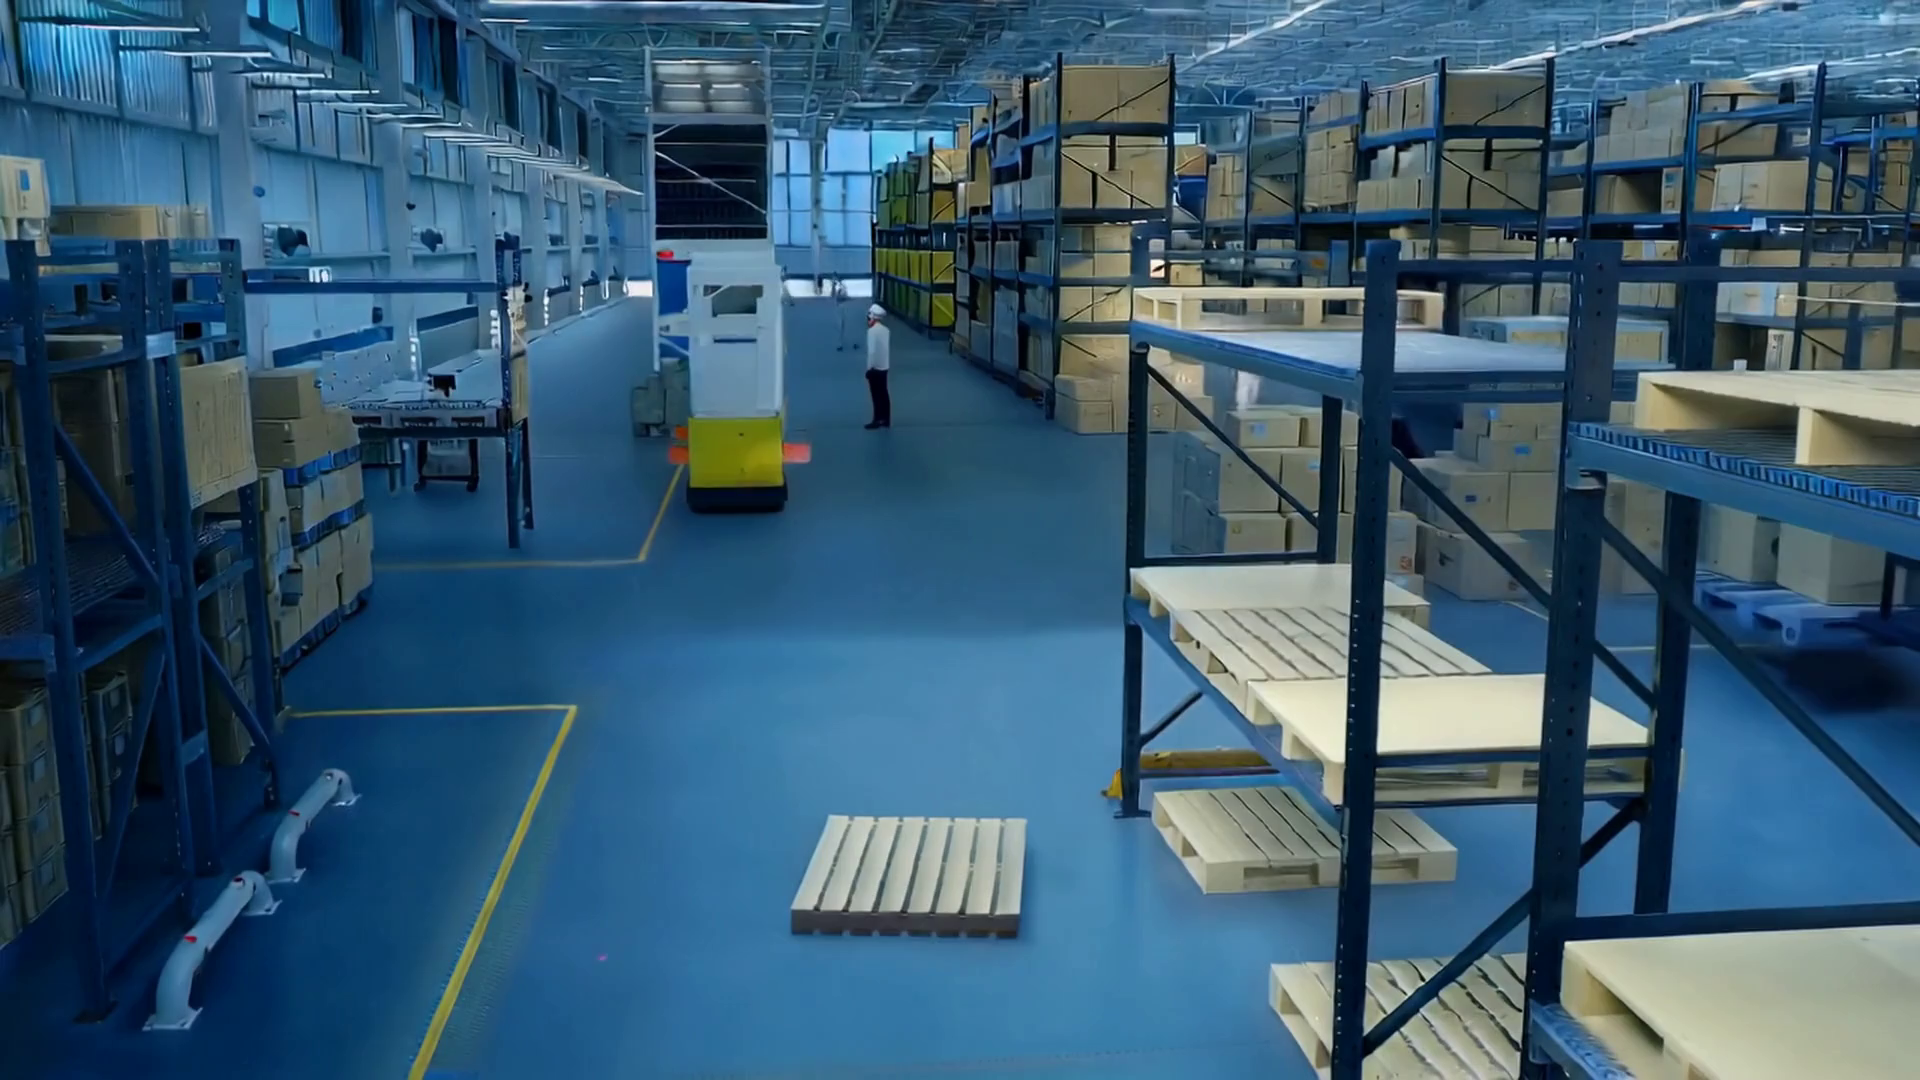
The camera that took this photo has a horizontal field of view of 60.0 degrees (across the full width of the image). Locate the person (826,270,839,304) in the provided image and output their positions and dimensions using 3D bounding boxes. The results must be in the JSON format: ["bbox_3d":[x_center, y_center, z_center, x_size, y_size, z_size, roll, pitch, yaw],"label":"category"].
[{"bbox_3d":[-6.001,-11.996,78.952,0.843,1.602,0.519,1,10,5],"label":"person"}]

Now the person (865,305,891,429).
[{"bbox_3d":[-1.343,-2.781,26.797,0.395,1.993,0.616,6,12,28],"label":"person"}]

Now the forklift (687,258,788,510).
[{"bbox_3d":[-2.577,-1.837,19.115,1.129,2.768,1.873,-1,10,-6],"label":"forklift"}]

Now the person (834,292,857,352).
[{"bbox_3d":[-3.151,-5.934,45.288,0.545,1.618,0.518,-2,10,-11],"label":"person"}]

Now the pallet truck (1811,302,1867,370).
[{"bbox_3d":[15.846,-3.142,28.793,1.885,1.965,0.823,2,10,12],"label":"pallet truck"}]

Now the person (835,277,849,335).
[{"bbox_3d":[-3.810,-7.535,53.592,0.430,1.838,0.622,0,10,3],"label":"person"}]

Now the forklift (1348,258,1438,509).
[{"bbox_3d":[4.913,-1.724,18.488,1.873,2.768,1.129,-1,10,-6],"label":"forklift"}]

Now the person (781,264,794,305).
[{"bbox_3d":[-8.295,-11.992,78.078,0.899,1.912,0.543,-2,10,-12],"label":"person"}]

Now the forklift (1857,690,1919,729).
[{"bbox_3d":[6.429,-0.120,9.599,1.129,2.768,1.873,-1,10,-6],"label":"forklift"}]

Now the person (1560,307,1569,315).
[{"bbox_3d":[13.030,-4.301,35.294,0.602,1.967,0.366,8,13,38],"label":"person"}]

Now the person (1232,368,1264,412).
[{"bbox_3d":[4.503,-2.454,26.004,0.513,1.630,0.359,1,10,6],"label":"person"}]
